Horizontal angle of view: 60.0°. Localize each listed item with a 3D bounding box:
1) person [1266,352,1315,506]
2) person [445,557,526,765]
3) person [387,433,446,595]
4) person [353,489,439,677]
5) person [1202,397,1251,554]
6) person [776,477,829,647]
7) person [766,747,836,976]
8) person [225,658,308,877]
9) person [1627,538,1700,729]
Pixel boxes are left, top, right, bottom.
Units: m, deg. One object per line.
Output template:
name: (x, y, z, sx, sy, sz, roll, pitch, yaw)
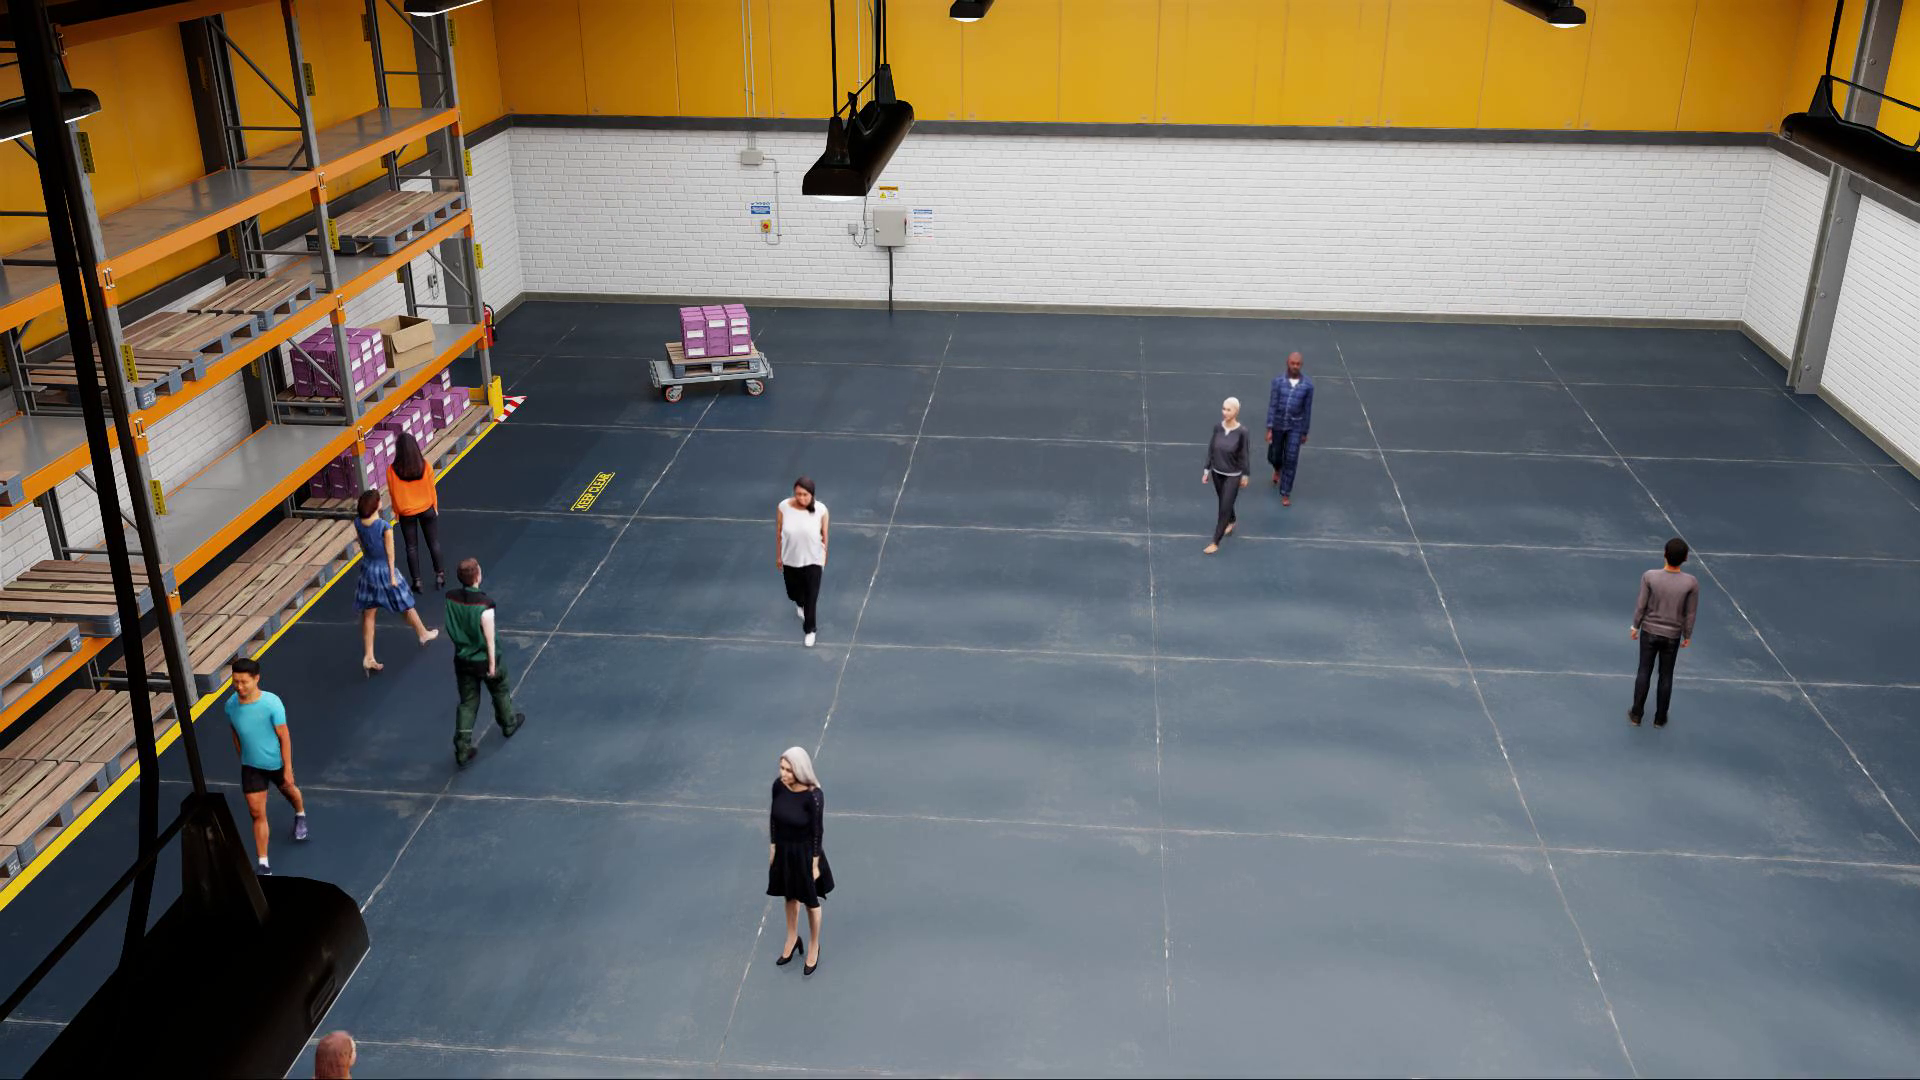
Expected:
person: (3.837, -1.352, 19.522, 0.758, 1.798, 1.045, 5, 24, 12)
person: (-4.136, 1.036, 14.050, 0.808, 1.805, 1.173, 7, 25, 16)
person: (-5.597, -0.282, 17.135, 0.707, 1.750, 0.718, -10, 26, -22)
person: (-5.448, 0.435, 15.487, 0.865, 1.756, 1.184, 9, 25, 21)
person: (2.977, -0.761, 18.319, 1.027, 1.679, 1.203, 17, 29, 34)
person: (-1.533, 0.155, 16.244, 0.681, 1.662, 0.983, 3, 24, 7)
person: (-1.121, 2.197, 11.468, 0.683, 1.747, 0.694, 13, 27, 27)
person: (-5.256, 1.668, 12.709, 0.687, 1.722, 1.194, 1, 24, 2)
person: (6.152, 0.815, 14.603, 0.699, 1.766, 0.611, 6, 24, 14)
